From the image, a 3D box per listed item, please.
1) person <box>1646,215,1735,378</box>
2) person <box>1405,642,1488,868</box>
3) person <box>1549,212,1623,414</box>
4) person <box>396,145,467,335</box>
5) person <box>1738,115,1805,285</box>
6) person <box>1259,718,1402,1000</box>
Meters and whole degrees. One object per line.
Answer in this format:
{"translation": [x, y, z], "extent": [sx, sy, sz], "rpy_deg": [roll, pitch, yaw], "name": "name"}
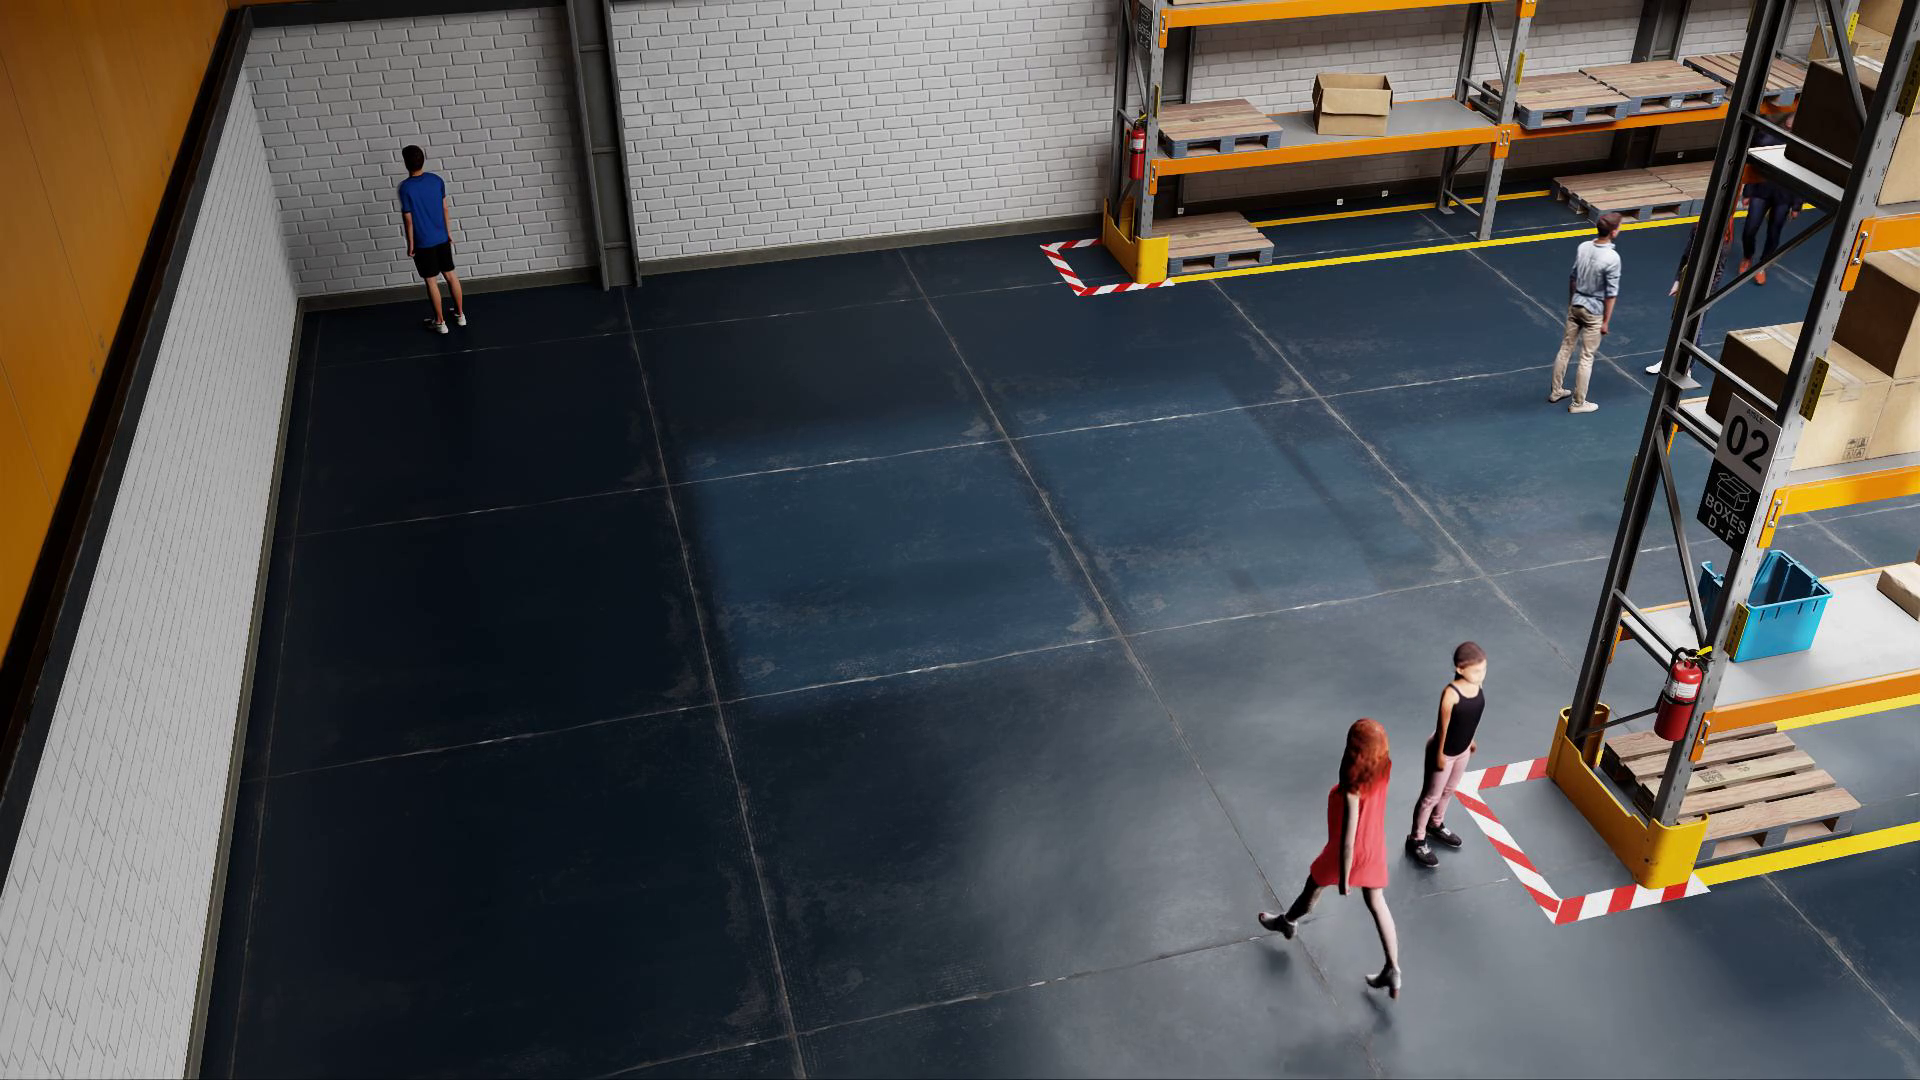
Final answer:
{"translation": [6.728, -2.290, 15.195], "extent": [0.639, 1.787, 0.637], "rpy_deg": [-19, 38, -27], "name": "person"}
{"translation": [2.960, 1.258, 10.058], "extent": [0.570, 1.565, 0.673], "rpy_deg": [-24, 40, -31], "name": "person"}
{"translation": [5.570, -2.031, 14.751], "extent": [0.626, 1.847, 0.692], "rpy_deg": [-16, 37, -22], "name": "person"}
{"translation": [-5.122, -2.916, 16.065], "extent": [0.797, 1.865, 0.698], "rpy_deg": [27, 42, 34], "name": "person"}
{"translation": [8.331, -3.526, 17.043], "extent": [0.840, 1.800, 0.916], "rpy_deg": [13, 36, 19], "name": "person"}
{"translation": [2.233, 1.781, 9.085], "extent": [1.167, 1.771, 1.058], "rpy_deg": [-29, 43, -36], "name": "person"}
